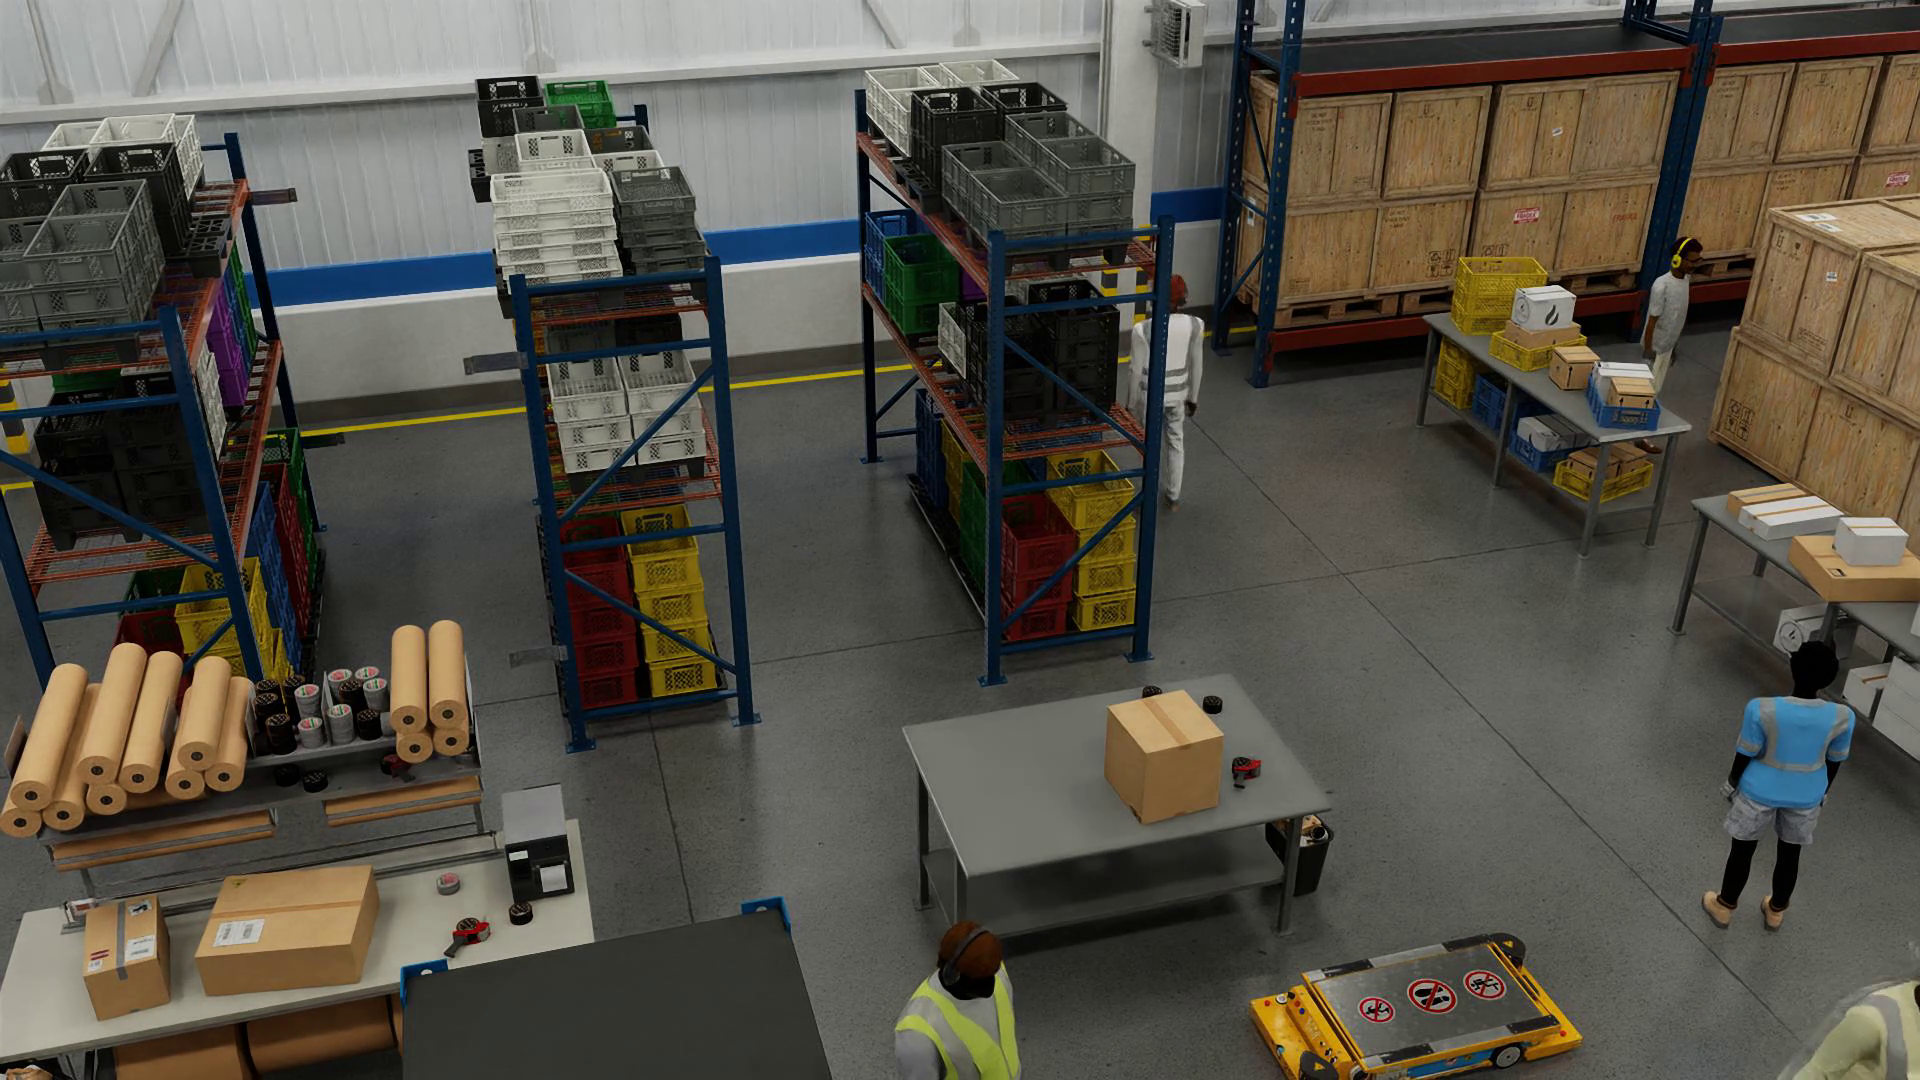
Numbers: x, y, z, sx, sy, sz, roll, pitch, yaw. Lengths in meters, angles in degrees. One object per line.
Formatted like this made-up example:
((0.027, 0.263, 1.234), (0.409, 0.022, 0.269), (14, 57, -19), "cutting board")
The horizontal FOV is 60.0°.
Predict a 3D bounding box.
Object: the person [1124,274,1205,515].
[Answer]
((1.519, -1.067, 12.426), (0.611, 1.879, 0.339), (-9, 30, -15), "person")

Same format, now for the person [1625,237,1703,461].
((5.585, -1.517, 13.250), (0.534, 1.864, 0.309), (-25, 38, -38), "person")

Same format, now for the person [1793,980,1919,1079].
((3.564, 2.275, 6.447), (0.658, 1.769, 0.830), (-13, 32, -23), "person")

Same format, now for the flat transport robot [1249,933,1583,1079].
((2.184, 2.282, 7.980), (1.431, 0.197, 0.652), (-8, 30, -14), "flat transport robot")

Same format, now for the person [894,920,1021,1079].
((0.019, 2.220, 6.481), (0.429, 1.837, 0.621), (16, 32, 26), "person")

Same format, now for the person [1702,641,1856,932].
((4.122, 1.254, 8.379), (0.532, 1.697, 0.319), (4, 29, 8), "person")
